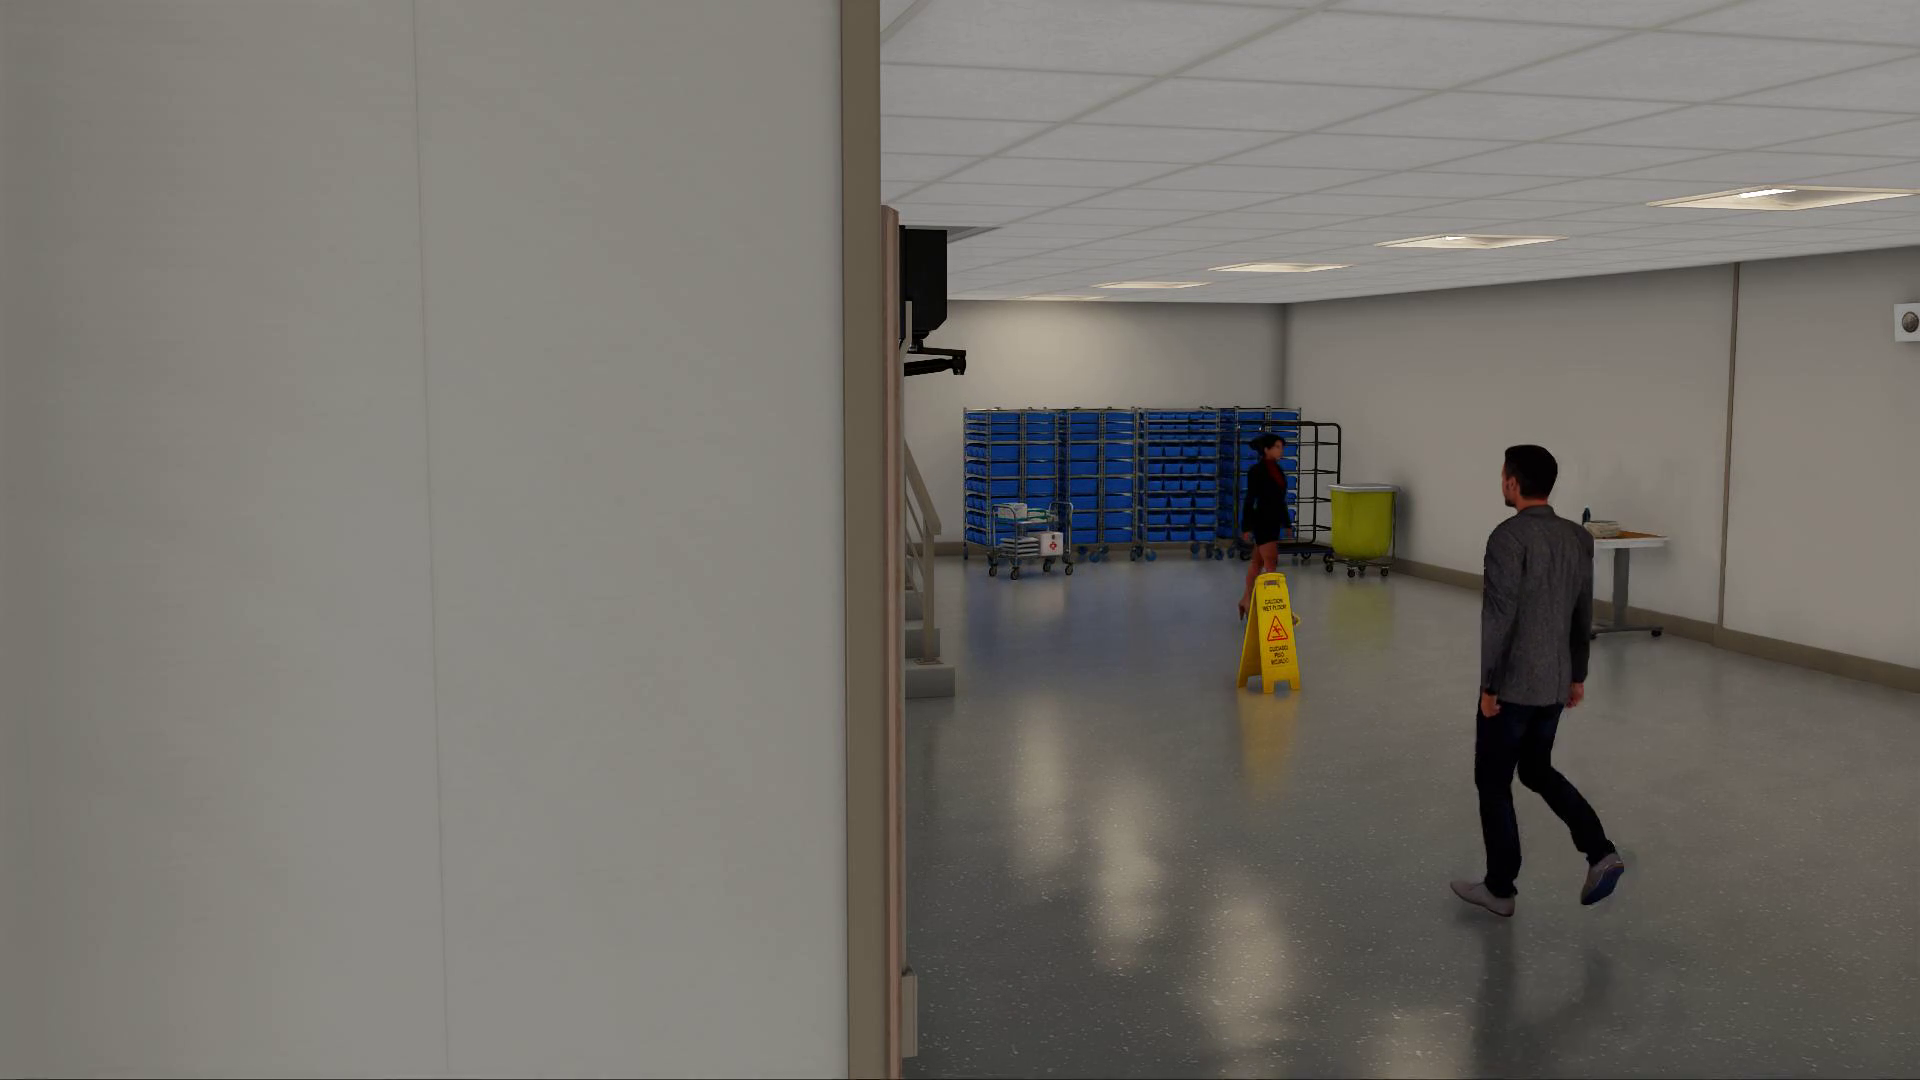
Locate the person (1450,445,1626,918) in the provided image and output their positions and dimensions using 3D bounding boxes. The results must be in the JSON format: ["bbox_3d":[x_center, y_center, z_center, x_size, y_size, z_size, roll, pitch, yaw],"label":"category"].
[{"bbox_3d":[2.253,0.569,6.433,0.840,1.857,1.005,-4,7,-31],"label":"person"}]

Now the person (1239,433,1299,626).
[{"bbox_3d":[2.508,-0.070,14.029,0.856,1.609,1.013,-6,8,-44],"label":"person"}]
